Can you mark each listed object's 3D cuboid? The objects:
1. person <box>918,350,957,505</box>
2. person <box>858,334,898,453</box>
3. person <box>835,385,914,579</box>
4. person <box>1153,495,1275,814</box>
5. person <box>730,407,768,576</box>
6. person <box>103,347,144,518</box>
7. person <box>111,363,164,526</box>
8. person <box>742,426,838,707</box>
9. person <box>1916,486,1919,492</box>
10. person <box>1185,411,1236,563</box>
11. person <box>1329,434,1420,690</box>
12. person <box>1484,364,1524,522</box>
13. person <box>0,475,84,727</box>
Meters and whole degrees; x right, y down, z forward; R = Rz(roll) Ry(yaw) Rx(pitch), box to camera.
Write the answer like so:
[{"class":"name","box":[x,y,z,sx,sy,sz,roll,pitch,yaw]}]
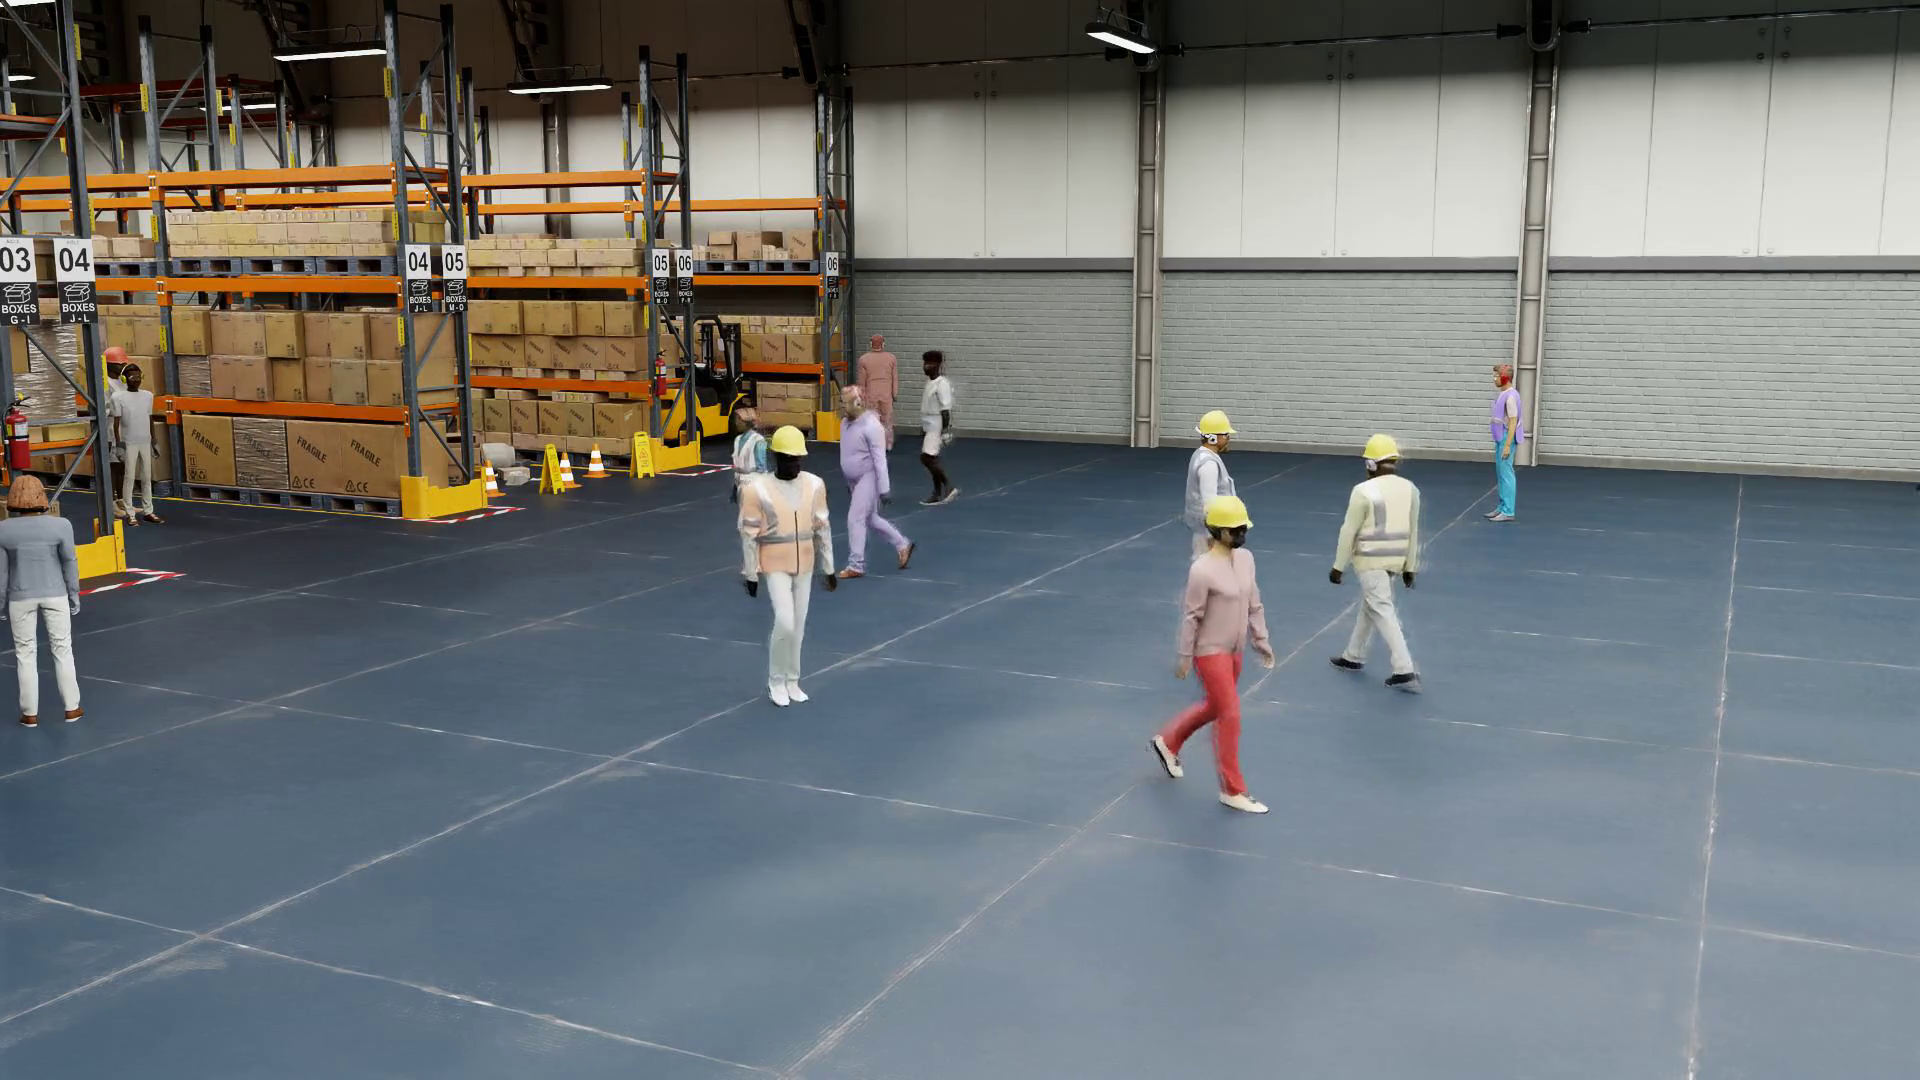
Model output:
[{"class":"person","box":[-0.343,-1.391,20.705,0.415,1.947,0.613,-2,9,-13]},{"class":"person","box":[-1.311,-2.329,26.600,0.638,1.910,0.407,-2,9,-10]},{"class":"person","box":[-0.824,-0.568,15.961,0.854,1.861,0.662,-5,10,-27]},{"class":"person","box":[1.386,0.589,9.229,0.816,1.736,0.517,8,12,42]},{"class":"person","box":[-2.035,-0.454,15.930,0.401,1.623,0.531,-6,11,-34]},{"class":"person","box":[-9.989,-1.274,19.758,0.407,2.036,0.605,0,9,-3]},{"class":"person","box":[-9.481,-1.098,19.171,0.321,1.871,0.532,6,11,32]},{"class":"person","box":[-1.141,0.180,11.221,0.601,1.907,0.517,-7,11,-36]},{"class":"person","box":[13.143,-1.503,21.619,1.007,1.889,0.564,4,10,25]},{"class":"person","box":[1.993,-0.113,13.240,0.404,1.834,0.592,0,9,2]},{"class":"person","box":[2.972,0.147,11.814,0.600,1.789,0.926,-6,11,-33]},{"class":"person","box":[6.388,-1.130,19.444,0.381,1.841,0.566,2,9,10]},{"class":"person","box":[-5.965,0.392,10.752,0.499,1.634,0.279,-5,11,-28]}]
